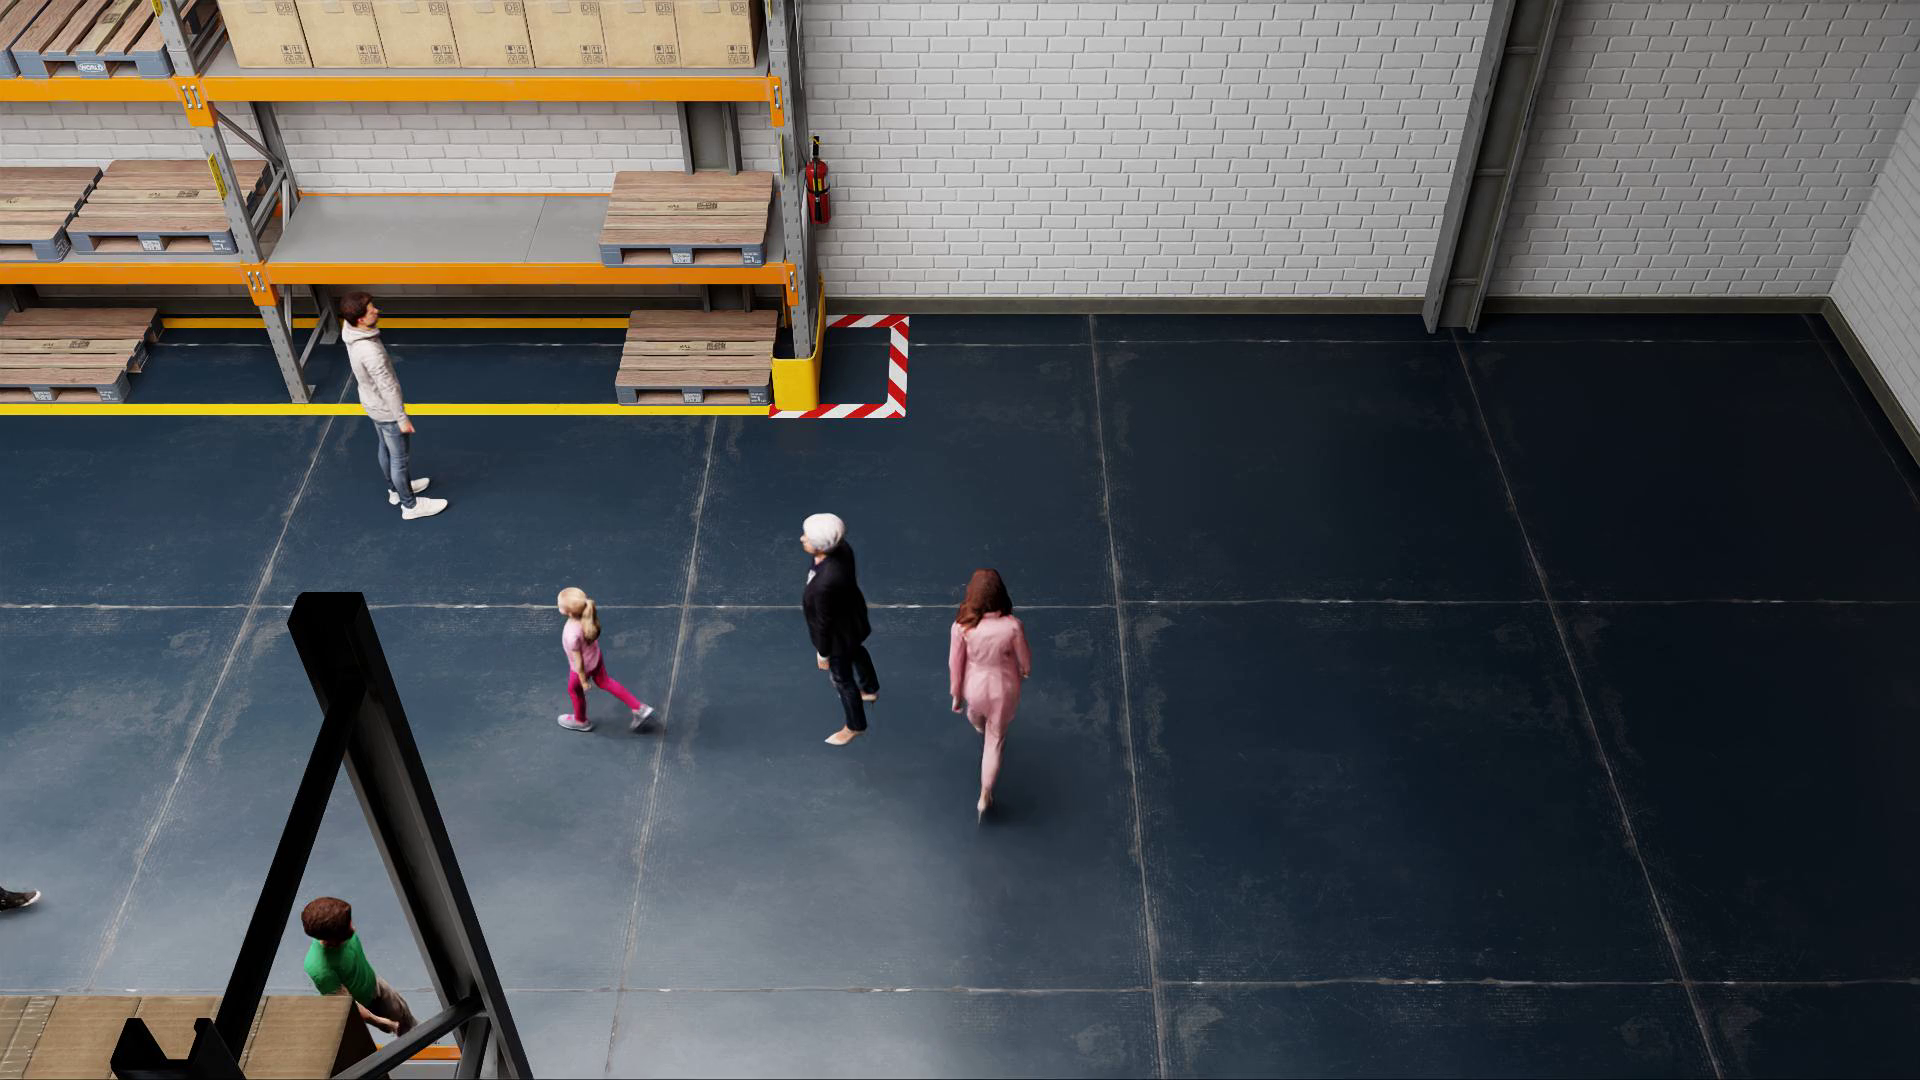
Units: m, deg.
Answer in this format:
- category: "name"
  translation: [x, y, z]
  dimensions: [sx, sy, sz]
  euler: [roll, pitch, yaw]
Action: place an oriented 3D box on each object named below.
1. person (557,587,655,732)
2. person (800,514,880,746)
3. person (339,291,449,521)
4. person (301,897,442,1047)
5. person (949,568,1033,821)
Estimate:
- category: "person"
  translation: [-2.258, 0.752, 10.302]
  dimensions: [0.902, 1.252, 0.606]
  euler: [8, 44, 8]
- category: "person"
  translation: [-0.677, 0.450, 9.428]
  dimensions: [0.651, 1.773, 0.766]
  euler: [7, 44, 7]
- category: "person"
  translation: [-4.050, -0.951, 11.654]
  dimensions: [0.775, 1.853, 0.761]
  euler: [-24, 49, -23]
- category: "person"
  translation: [-3.158, 2.331, 8.388]
  dimensions: [1.095, 1.605, 0.629]
  euler: [3, 44, 3]
- category: "person"
  translation: [0.165, 0.952, 9.729]
  dimensions: [1.063, 1.752, 0.762]
  euler: [5, 44, 5]
